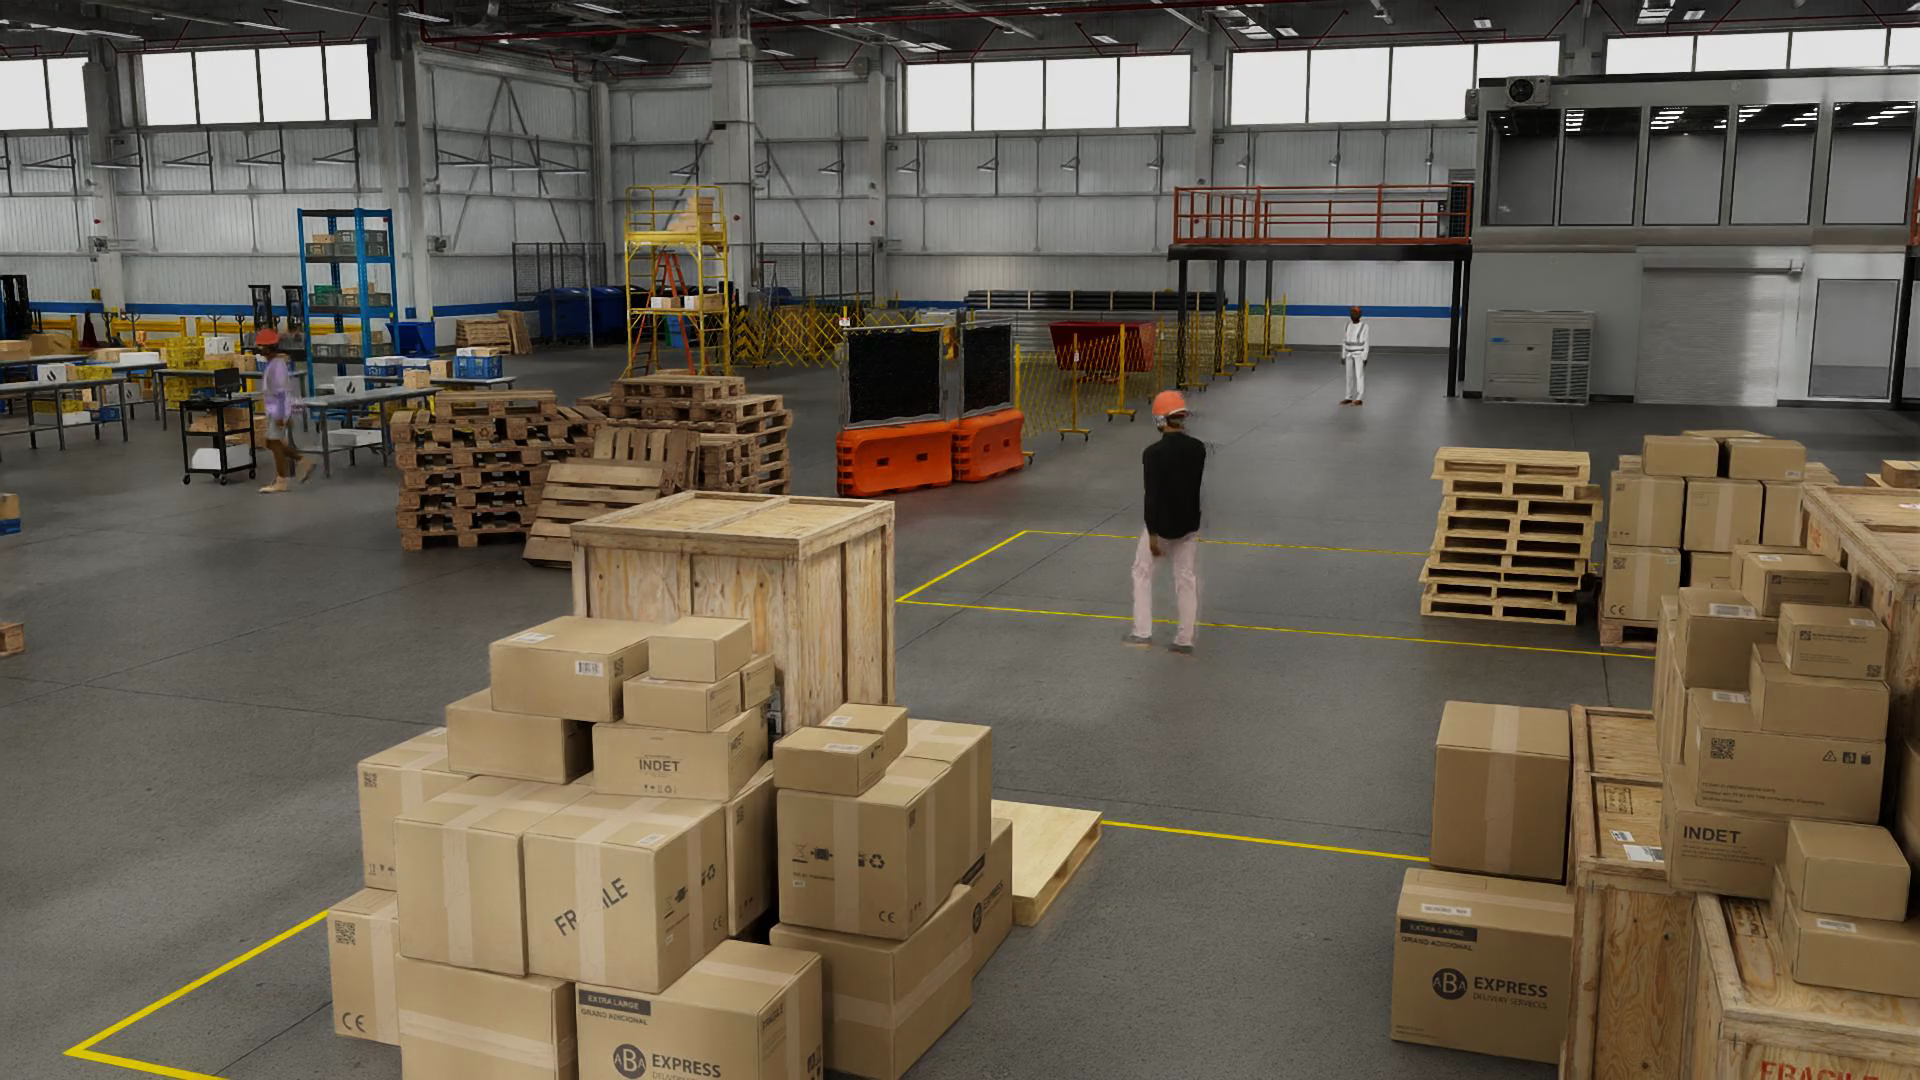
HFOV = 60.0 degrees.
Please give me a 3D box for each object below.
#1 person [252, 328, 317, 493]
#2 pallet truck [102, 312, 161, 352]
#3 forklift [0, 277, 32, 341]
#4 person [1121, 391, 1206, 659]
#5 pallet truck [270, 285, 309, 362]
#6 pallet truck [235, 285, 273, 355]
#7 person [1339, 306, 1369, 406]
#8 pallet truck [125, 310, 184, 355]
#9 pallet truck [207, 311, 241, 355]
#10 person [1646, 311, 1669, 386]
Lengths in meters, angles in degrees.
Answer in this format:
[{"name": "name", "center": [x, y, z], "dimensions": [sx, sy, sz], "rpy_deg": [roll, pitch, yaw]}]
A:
[{"name": "person", "center": [-8.326, -1.586, 20.440], "dimensions": [0.601, 2.029, 0.615], "rpy_deg": [-6, 12, -32]}, {"name": "pallet truck", "center": [-23.057, -5.777, 46.261], "dimensions": [0.680, 1.201, 1.601], "rpy_deg": [3, 11, 19]}, {"name": "forklift", "center": [-27.151, -6.329, 46.328], "dimensions": [1.157, 1.987, 2.680], "rpy_deg": [3, 11, 17]}, {"name": "person", "center": [1.510, -0.125, 12.352], "dimensions": [0.623, 1.967, 0.767], "rpy_deg": [-6, 12, -30]}, {"name": "pallet truck", "center": [-17.147, -5.700, 43.663], "dimensions": [0.823, 1.965, 1.885], "rpy_deg": [3, 11, 17]}, {"name": "pallet truck", "center": [-18.327, -5.835, 44.421], "dimensions": [0.823, 1.965, 1.885], "rpy_deg": [4, 11, 23]}, {"name": "person", "center": [7.468, -3.478, 31.467], "dimensions": [0.337, 1.882, 0.584], "rpy_deg": [-7, 12, -35]}, {"name": "pallet truck", "center": [-22.038, -5.665, 45.457], "dimensions": [0.704, 1.261, 1.522], "rpy_deg": [3, 11, 17]}, {"name": "pallet truck", "center": [-19.537, -5.575, 44.913], "dimensions": [0.653, 1.274, 1.630], "rpy_deg": [3, 11, 19]}, {"name": "person", "center": [14.600, -4.061, 34.742], "dimensions": [0.709, 1.887, 0.652], "rpy_deg": [-3, 10, -15]}]
